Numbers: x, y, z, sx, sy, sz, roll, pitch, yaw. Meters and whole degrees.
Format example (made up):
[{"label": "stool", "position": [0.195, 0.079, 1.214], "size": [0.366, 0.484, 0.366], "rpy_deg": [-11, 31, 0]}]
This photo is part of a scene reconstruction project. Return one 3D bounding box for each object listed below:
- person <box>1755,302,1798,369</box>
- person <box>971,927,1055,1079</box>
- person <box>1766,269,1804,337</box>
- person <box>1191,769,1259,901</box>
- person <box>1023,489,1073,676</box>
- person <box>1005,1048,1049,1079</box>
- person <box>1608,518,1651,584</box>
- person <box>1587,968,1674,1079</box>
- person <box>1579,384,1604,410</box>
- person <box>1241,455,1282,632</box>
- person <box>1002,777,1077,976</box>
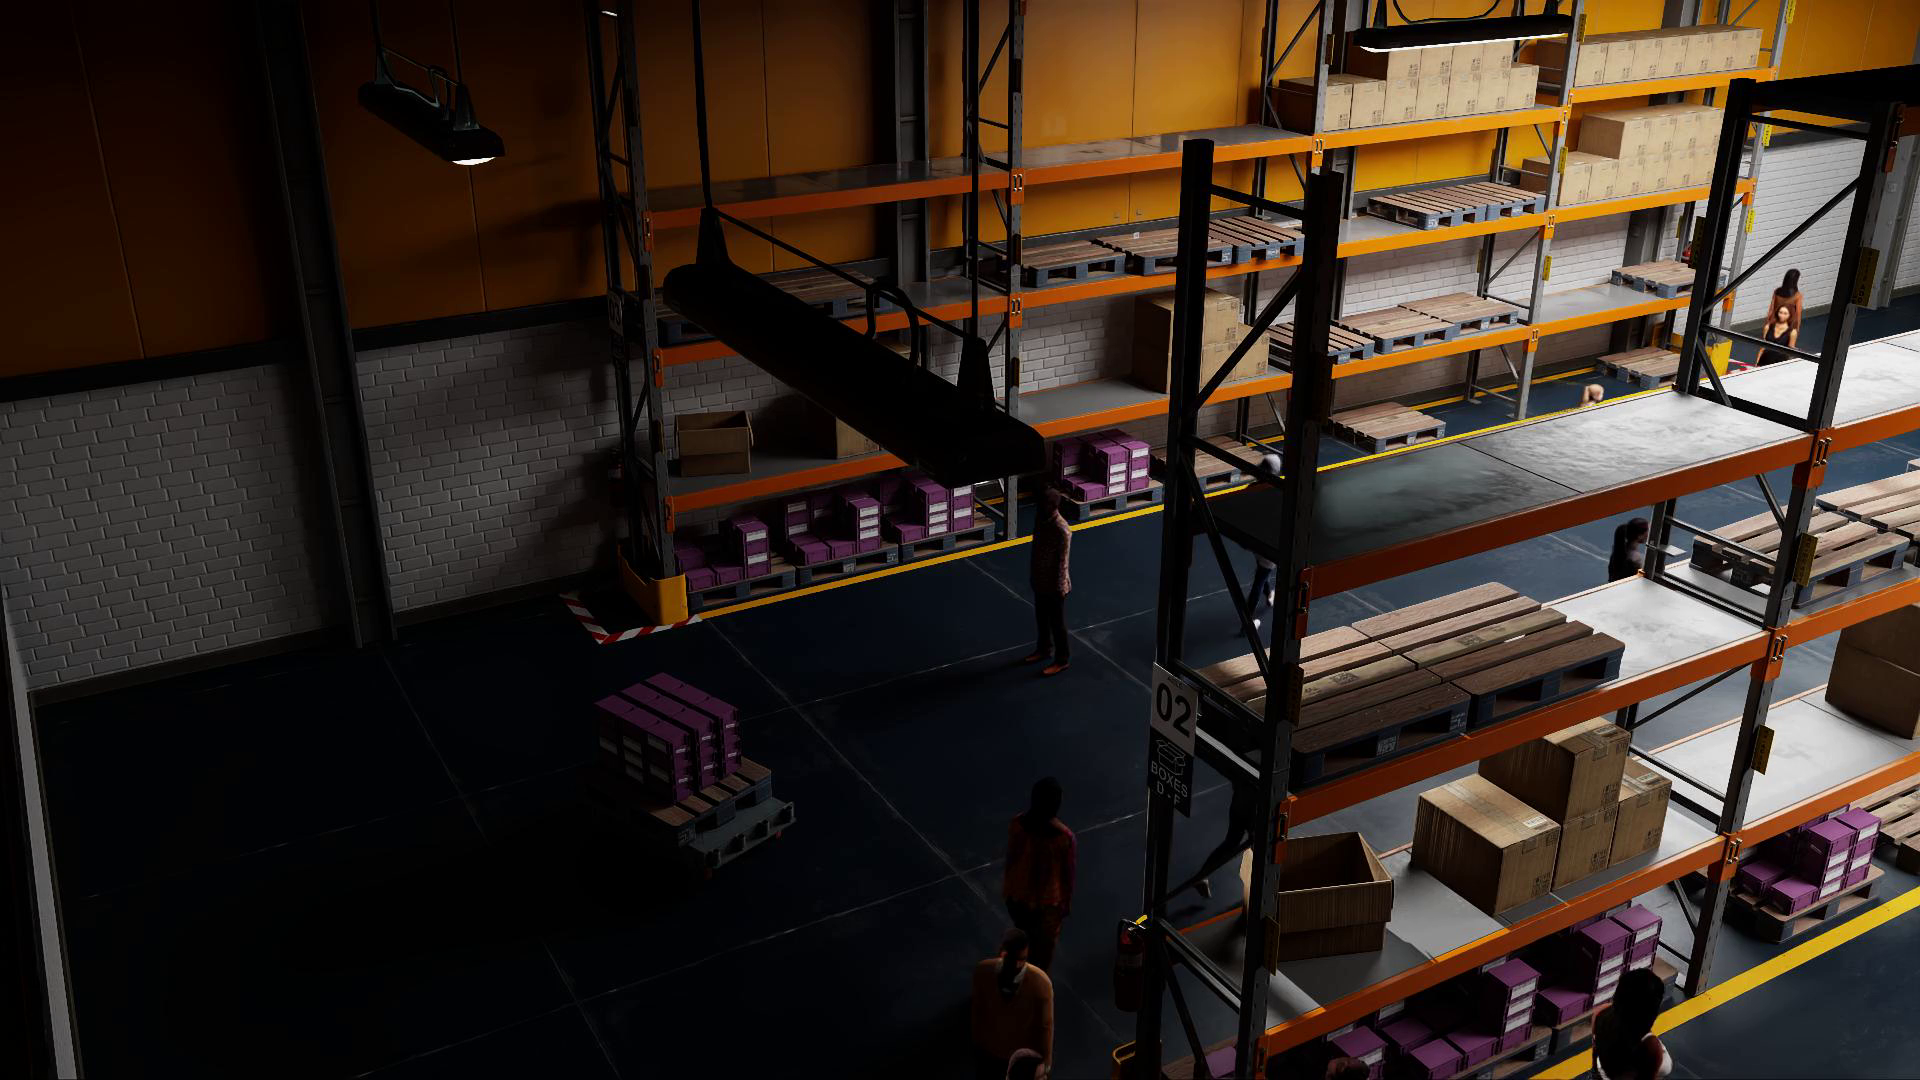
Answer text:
[{"label": "person", "position": [10.371, -2.151, 21.184], "size": [0.810, 1.824, 0.698], "rpy_deg": [-21, 31, -39]}, {"label": "person", "position": [0.325, 2.943, 9.672], "size": [1.157, 1.710, 1.208], "rpy_deg": [7, 25, 15]}, {"label": "person", "position": [11.365, -2.899, 23.121], "size": [1.134, 1.643, 0.676], "rpy_deg": [-18, 29, -35]}, {"label": "person", "position": [2.022, 2.007, 12.129], "size": [0.965, 1.457, 0.682], "rpy_deg": [-8, 25, -18]}, {"label": "person", "position": [0.847, 0.357, 15.472], "size": [0.583, 1.803, 0.671], "rpy_deg": [-12, 26, -25]}, {"label": "person", "position": [0.269, 3.343, 8.955], "size": [0.913, 1.552, 0.834], "rpy_deg": [5, 24, 11]}, {"label": "person", "position": [6.008, 0.581, 15.115], "size": [0.693, 1.679, 0.694], "rpy_deg": [-4, 24, -10]}, {"label": "person", "position": [3.534, 3.147, 9.100], "size": [0.679, 1.795, 0.690], "rpy_deg": [-9, 25, -19]}, {"label": "person", "position": [7.399, -1.245, 19.803], "size": [0.769, 1.269, 0.694], "rpy_deg": [4, 24, 9]}, {"label": "person", "position": [2.945, 0.069, 16.224], "size": [0.885, 1.729, 1.203], "rpy_deg": [19, 30, 37]}, {"label": "person", "position": [0.486, 2.359, 11.094], "size": [0.886, 1.642, 0.992], "rpy_deg": [13, 27, 28]}]
